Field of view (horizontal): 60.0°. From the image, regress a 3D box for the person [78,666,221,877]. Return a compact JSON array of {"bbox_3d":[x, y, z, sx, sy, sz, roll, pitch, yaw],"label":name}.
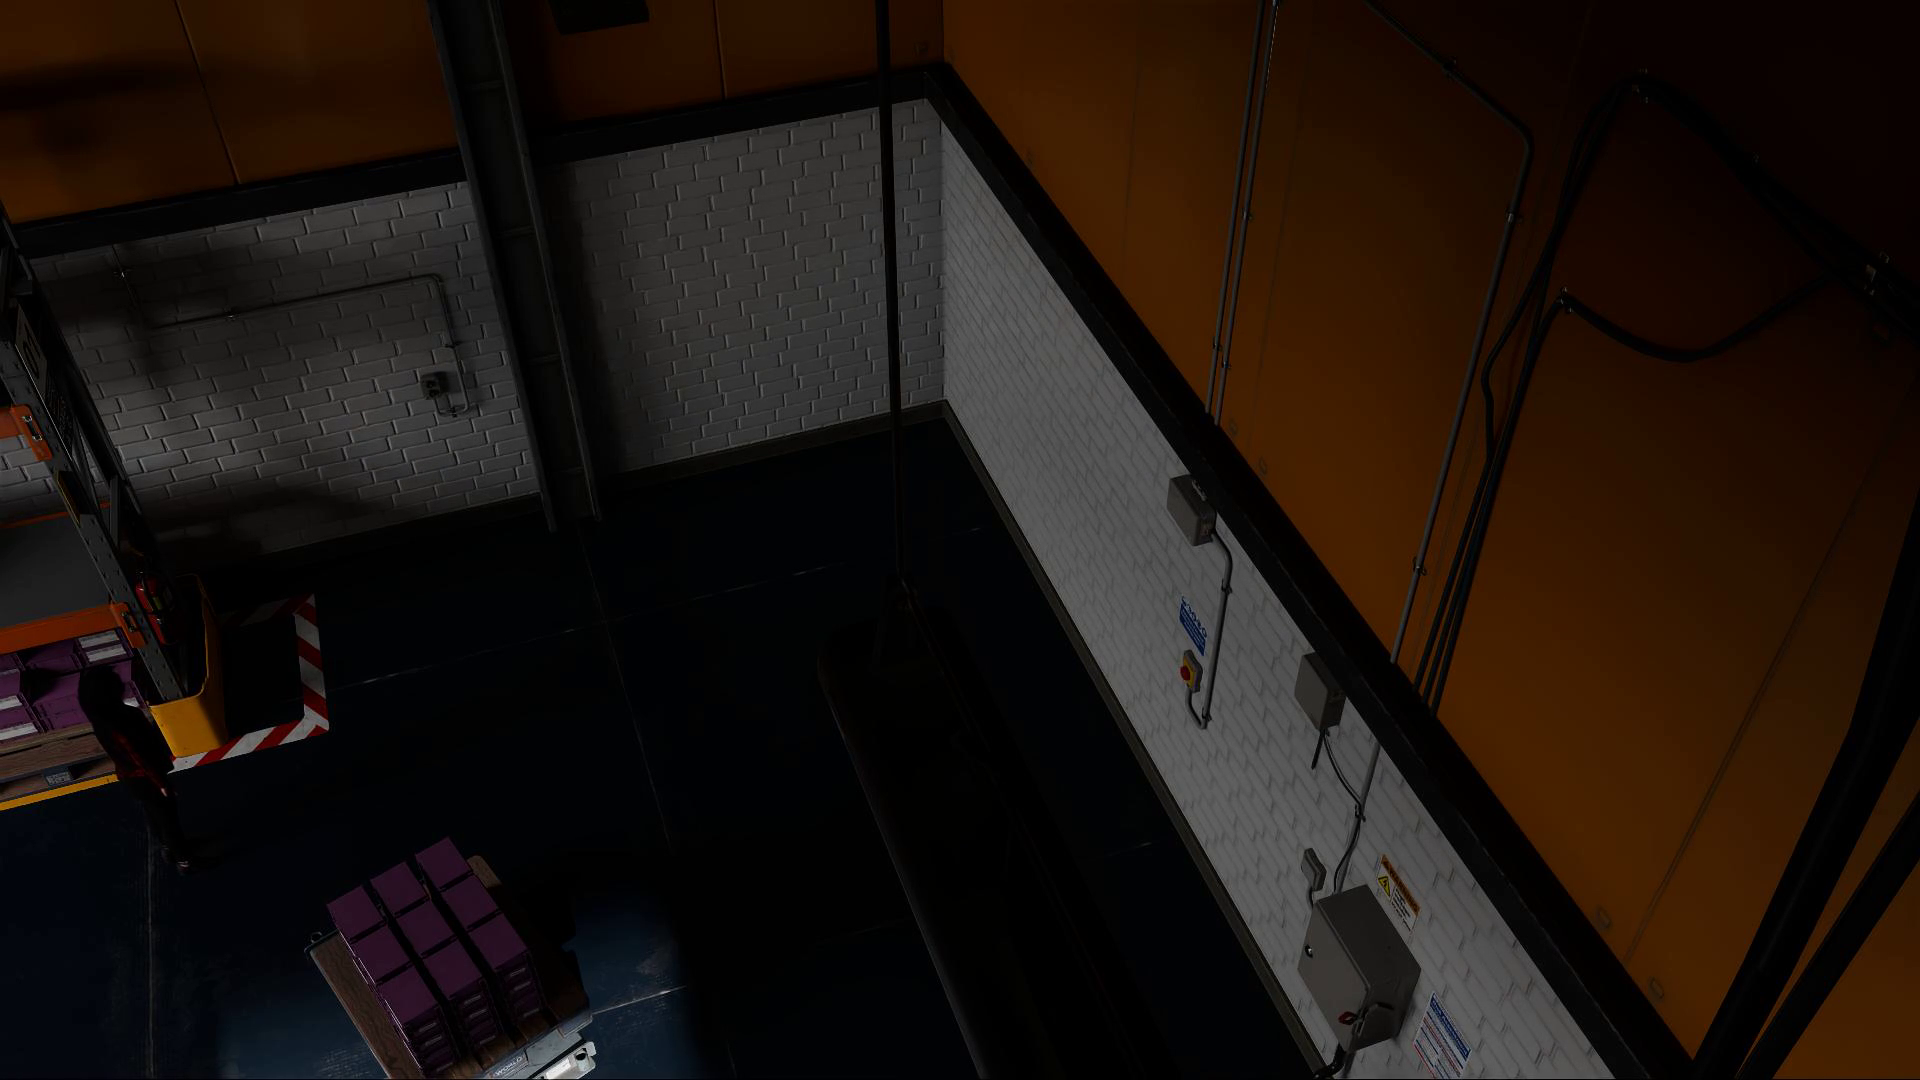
[{"bbox_3d":[-4.691,1.346,9.534,0.658,1.655,0.650,34,53,30],"label":"person"}]
